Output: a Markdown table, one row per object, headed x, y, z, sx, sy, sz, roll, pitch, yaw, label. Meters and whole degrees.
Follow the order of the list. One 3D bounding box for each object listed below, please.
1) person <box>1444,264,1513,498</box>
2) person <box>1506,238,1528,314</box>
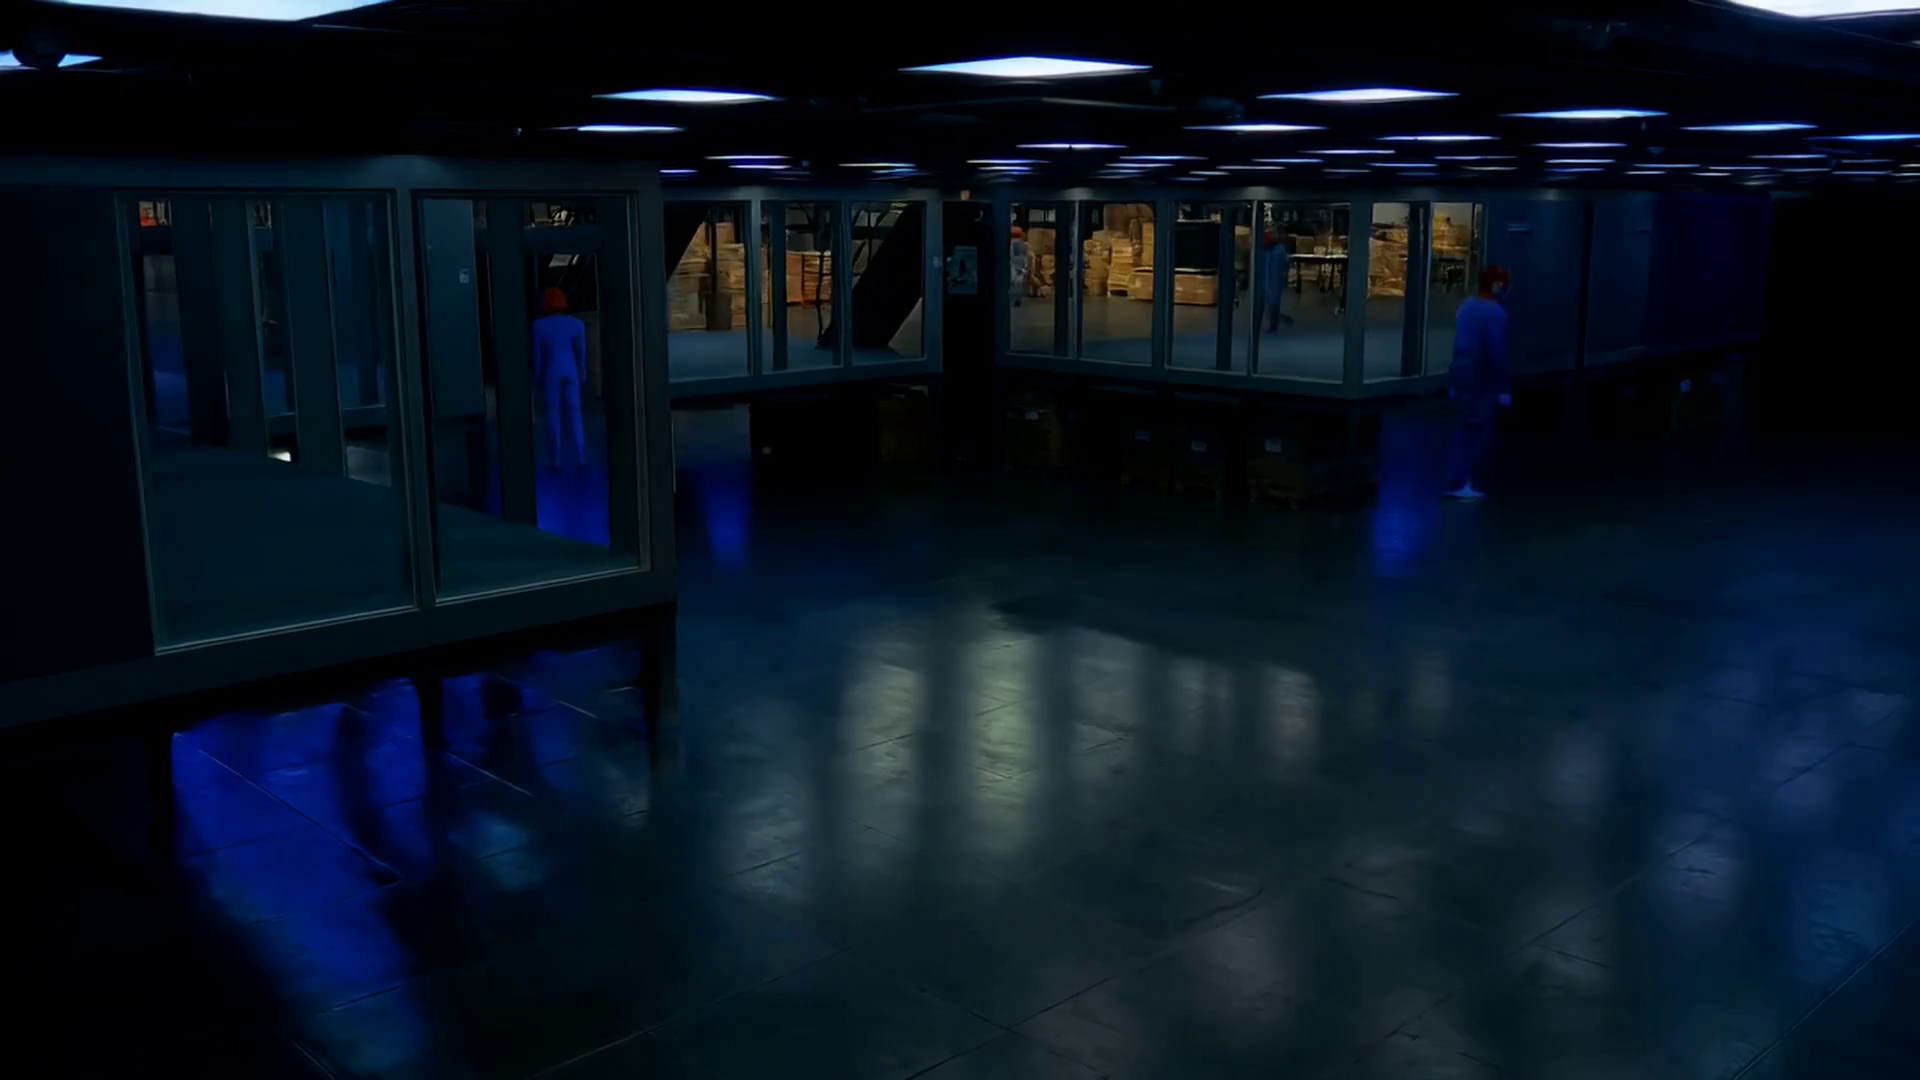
| x | y | z | sx | sy | sz | roll | pitch | yaw | label |
| --- | --- | --- | --- | --- | --- | --- | --- | --- | --- |
| 4.155 | -1.265 | 13.390 | 0.491 | 1.882 | 0.657 | -1 | 11 | -5 | person |
| 12.458 | -5.852 | 36.736 | 0.795 | 1.737 | 0.523 | 7 | 13 | 33 | person |
